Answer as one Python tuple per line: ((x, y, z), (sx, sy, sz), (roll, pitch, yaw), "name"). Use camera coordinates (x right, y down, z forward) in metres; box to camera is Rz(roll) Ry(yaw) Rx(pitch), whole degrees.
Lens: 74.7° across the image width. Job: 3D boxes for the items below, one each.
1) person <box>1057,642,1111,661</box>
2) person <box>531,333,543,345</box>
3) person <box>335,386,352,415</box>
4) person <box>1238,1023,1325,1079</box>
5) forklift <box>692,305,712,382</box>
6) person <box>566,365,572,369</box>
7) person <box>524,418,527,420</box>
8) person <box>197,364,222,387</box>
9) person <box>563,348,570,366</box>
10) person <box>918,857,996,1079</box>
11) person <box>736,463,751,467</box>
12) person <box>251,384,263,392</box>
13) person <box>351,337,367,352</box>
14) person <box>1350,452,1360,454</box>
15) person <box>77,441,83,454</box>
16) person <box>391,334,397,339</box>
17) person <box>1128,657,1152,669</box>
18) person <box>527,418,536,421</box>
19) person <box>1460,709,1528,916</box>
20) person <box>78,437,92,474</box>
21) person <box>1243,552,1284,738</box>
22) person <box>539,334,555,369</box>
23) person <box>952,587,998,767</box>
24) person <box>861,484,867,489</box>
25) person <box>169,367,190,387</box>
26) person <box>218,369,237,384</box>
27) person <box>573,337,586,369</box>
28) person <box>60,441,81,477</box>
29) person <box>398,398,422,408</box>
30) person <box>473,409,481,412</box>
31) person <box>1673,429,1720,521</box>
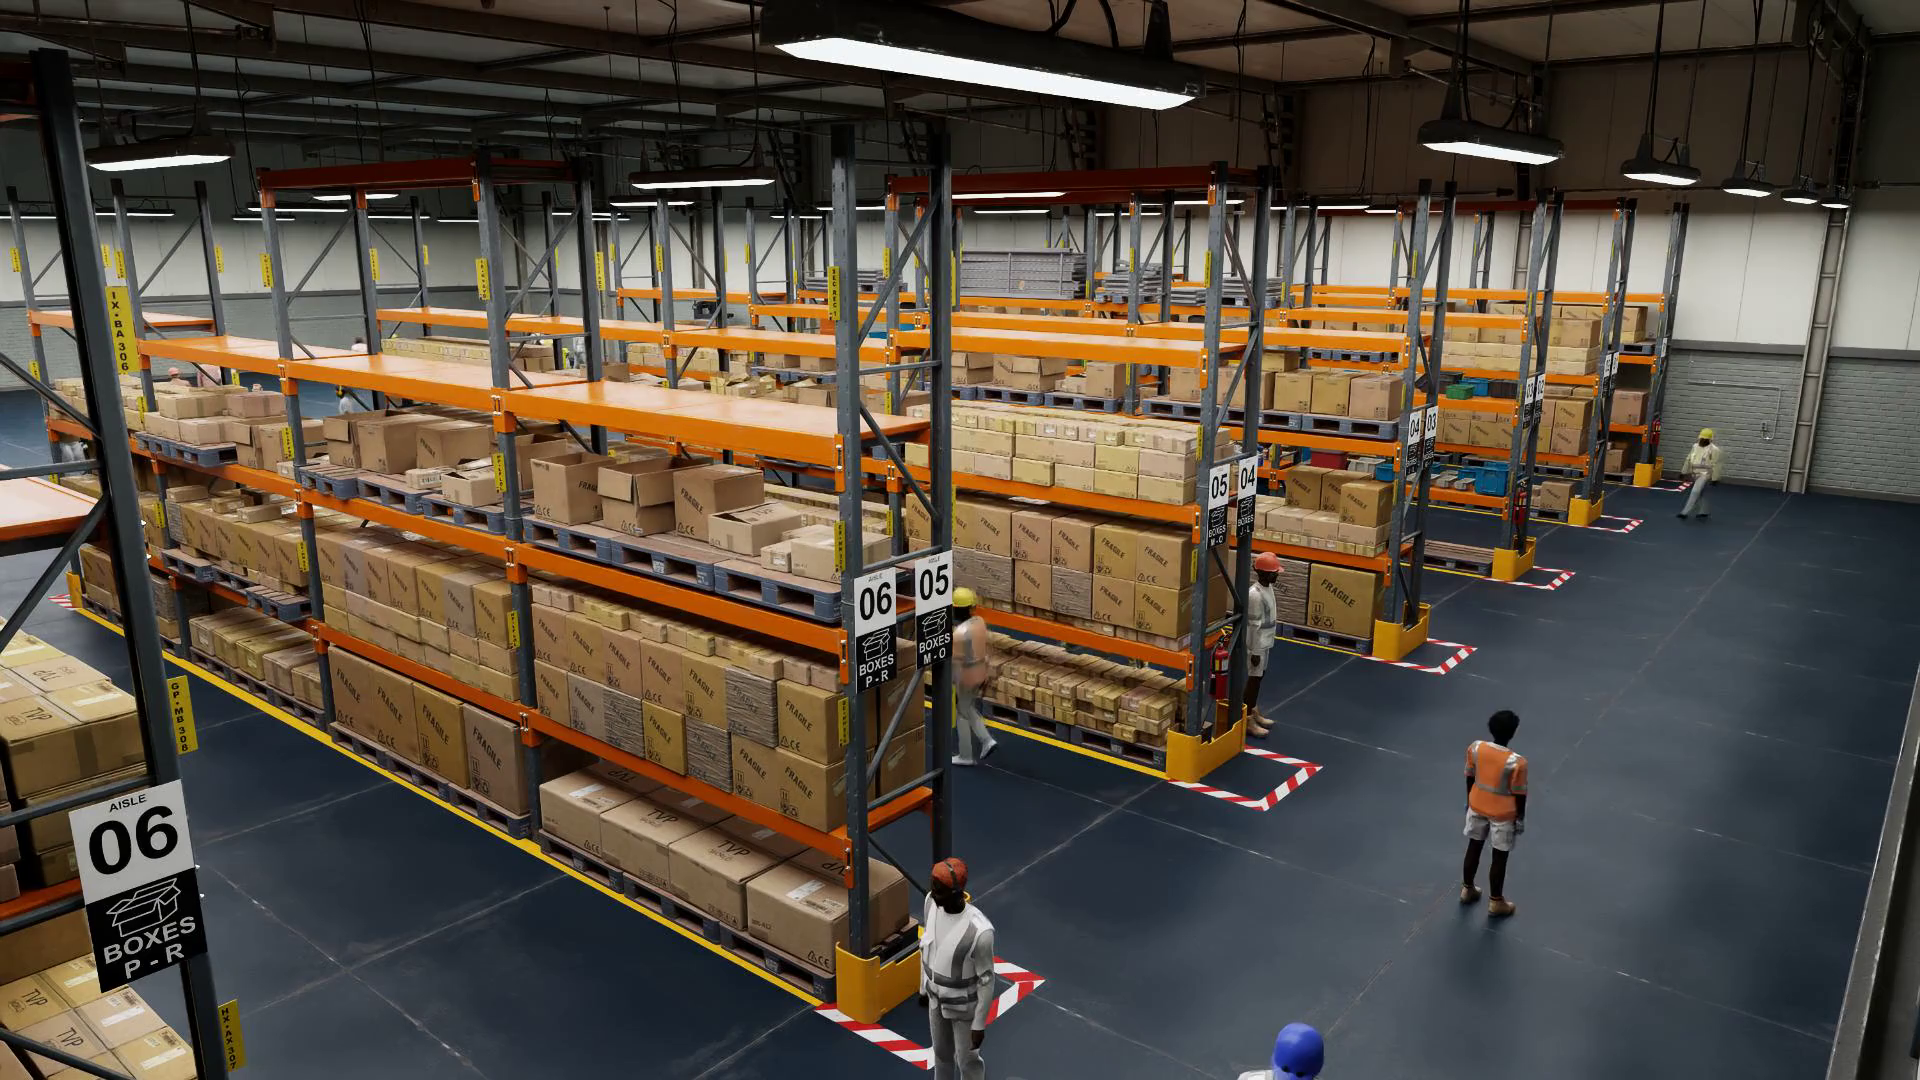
((1.605, 0.770, 15.726), (0.806, 1.794, 0.621), (10, 17, 36), "person")
((-16.802, -7.622, 50.196), (0.516, 1.824, 0.837), (-8, 16, -29), "person")
((-14.875, -2.842, 30.548), (0.998, 1.827, 0.507), (-3, 14, -13), "person")
((1.523, 3.094, 5.848), (0.614, 1.942, 0.406), (5, 14, 18), "person")
((-9.511, -7.392, 47.124), (1.873, 2.768, 1.129), (11, 17, 38), "forklift")
((-11.413, -4.273, 36.790), (0.306, 1.639, 0.523), (-7, 15, -27), "person")
((-9.594, -2.105, 27.302), (0.553, 1.918, 0.804), (-12, 18, -41), "person")
((-22.486, -4.625, 37.783), (0.668, 1.859, 0.905), (-11, 17, -38), "person")
((-12.891, -5.410, 41.245), (0.284, 1.746, 0.492), (1, 14, 5), "person")
((-0.043, 2.735, 7.450), (0.354, 1.886, 0.572), (-12, 18, -40), "person")
((-5.148, -2.777, 29.798), (0.615, 2.039, 0.386), (13, 19, 42), "person")
((-16.702, -2.780, 30.081), (0.651, 1.913, 0.409), (-2, 14, -6), "person")
((-21.343, -6.307, 44.798), (0.818, 1.808, 0.653), (13, 18, 42), "person")
((9.182, -2.617, 29.354), (0.379, 1.940, 0.629), (11, 17, 37), "person")
((-17.771, -1.718, 25.720), (0.820, 1.914, 0.632), (3, 14, 14), "person")
((-21.030, -6.820, 47.096), (0.399, 1.743, 0.588), (0, 14, 2), "person")
((2.275, 0.897, 15.532), (0.508, 1.632, 0.265), (-13, 19, -43), "person")
((-10.524, -2.876, 30.620), (1.035, 1.853, 0.637), (-8, 16, -30), "person")
((4.298, 2.177, 10.147), (0.318, 1.695, 0.568), (-9, 16, -32), "person")
((-16.270, -1.211, 23.635), (0.451, 1.906, 0.623), (-7, 15, -25), "person")
((3.305, 1.119, 13.763), (0.372, 2.043, 0.615), (6, 15, 24), "person")
((-15.354, -6.858, 47.001), (0.621, 1.845, 0.429), (-5, 15, -21), "person")
((0.081, 1.410, 12.835), (0.476, 1.910, 0.611), (7, 16, 28), "person")
((-2.253, -2.061, 26.942), (0.537, 2.000, 0.692), (13, 19, 42), "person")
((-20.588, -3.578, 33.245), (0.624, 1.972, 0.788), (-11, 17, -37), "person")
((-21.368, -4.404, 36.880), (0.560, 1.852, 0.388), (-2, 14, -7), "person")
((-14.947, -7.488, 49.495), (1.022, 1.892, 0.639), (11, 17, 37), "person")
((-19.004, -1.999, 26.837), (0.470, 1.921, 0.636), (3, 14, 13), "person")
((-13.283, -2.887, 30.410), (0.631, 1.958, 0.882), (-10, 17, -37), "person")
((-13.289, -3.725, 34.539), (0.310, 1.638, 0.523), (-2, 14, -10), "person")
((14.040, -1.246, 24.025), (0.916, 1.775, 0.615), (-1, 14, -6), "person")
